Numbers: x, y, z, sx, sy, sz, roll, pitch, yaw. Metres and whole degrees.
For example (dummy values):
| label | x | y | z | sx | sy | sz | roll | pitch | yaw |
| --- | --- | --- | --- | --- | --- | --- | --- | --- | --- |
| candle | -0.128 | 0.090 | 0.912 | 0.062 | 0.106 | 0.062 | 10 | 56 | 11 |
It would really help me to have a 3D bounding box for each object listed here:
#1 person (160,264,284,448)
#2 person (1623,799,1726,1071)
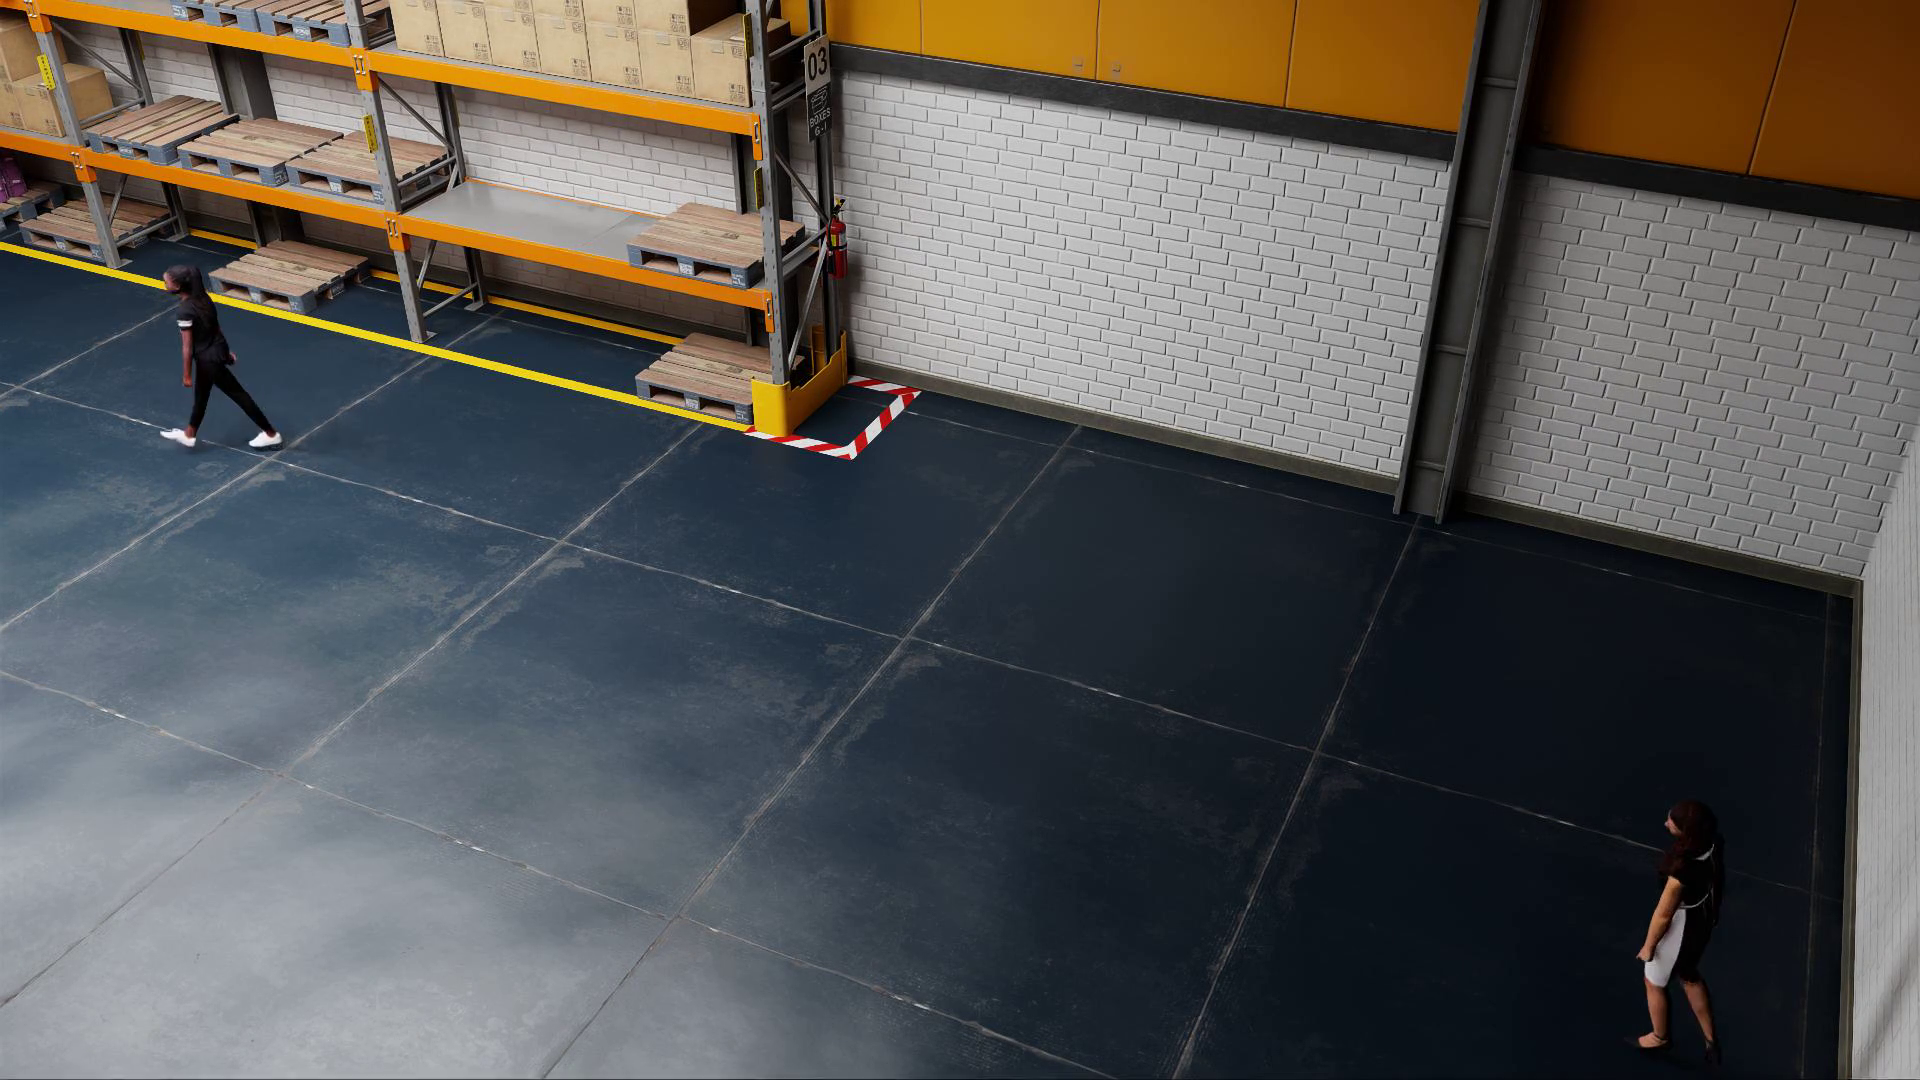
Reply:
| label | x | y | z | sx | sy | sz | roll | pitch | yaw |
| --- | --- | --- | --- | --- | --- | --- | --- | --- | --- |
| person | -6.056 | -1.453 | 13.673 | 1.253 | 1.678 | 1.060 | -5 | 34 | -7 |
| person | 3.668 | 2.009 | 8.391 | 0.835 | 1.761 | 0.927 | -18 | 38 | -25 |
